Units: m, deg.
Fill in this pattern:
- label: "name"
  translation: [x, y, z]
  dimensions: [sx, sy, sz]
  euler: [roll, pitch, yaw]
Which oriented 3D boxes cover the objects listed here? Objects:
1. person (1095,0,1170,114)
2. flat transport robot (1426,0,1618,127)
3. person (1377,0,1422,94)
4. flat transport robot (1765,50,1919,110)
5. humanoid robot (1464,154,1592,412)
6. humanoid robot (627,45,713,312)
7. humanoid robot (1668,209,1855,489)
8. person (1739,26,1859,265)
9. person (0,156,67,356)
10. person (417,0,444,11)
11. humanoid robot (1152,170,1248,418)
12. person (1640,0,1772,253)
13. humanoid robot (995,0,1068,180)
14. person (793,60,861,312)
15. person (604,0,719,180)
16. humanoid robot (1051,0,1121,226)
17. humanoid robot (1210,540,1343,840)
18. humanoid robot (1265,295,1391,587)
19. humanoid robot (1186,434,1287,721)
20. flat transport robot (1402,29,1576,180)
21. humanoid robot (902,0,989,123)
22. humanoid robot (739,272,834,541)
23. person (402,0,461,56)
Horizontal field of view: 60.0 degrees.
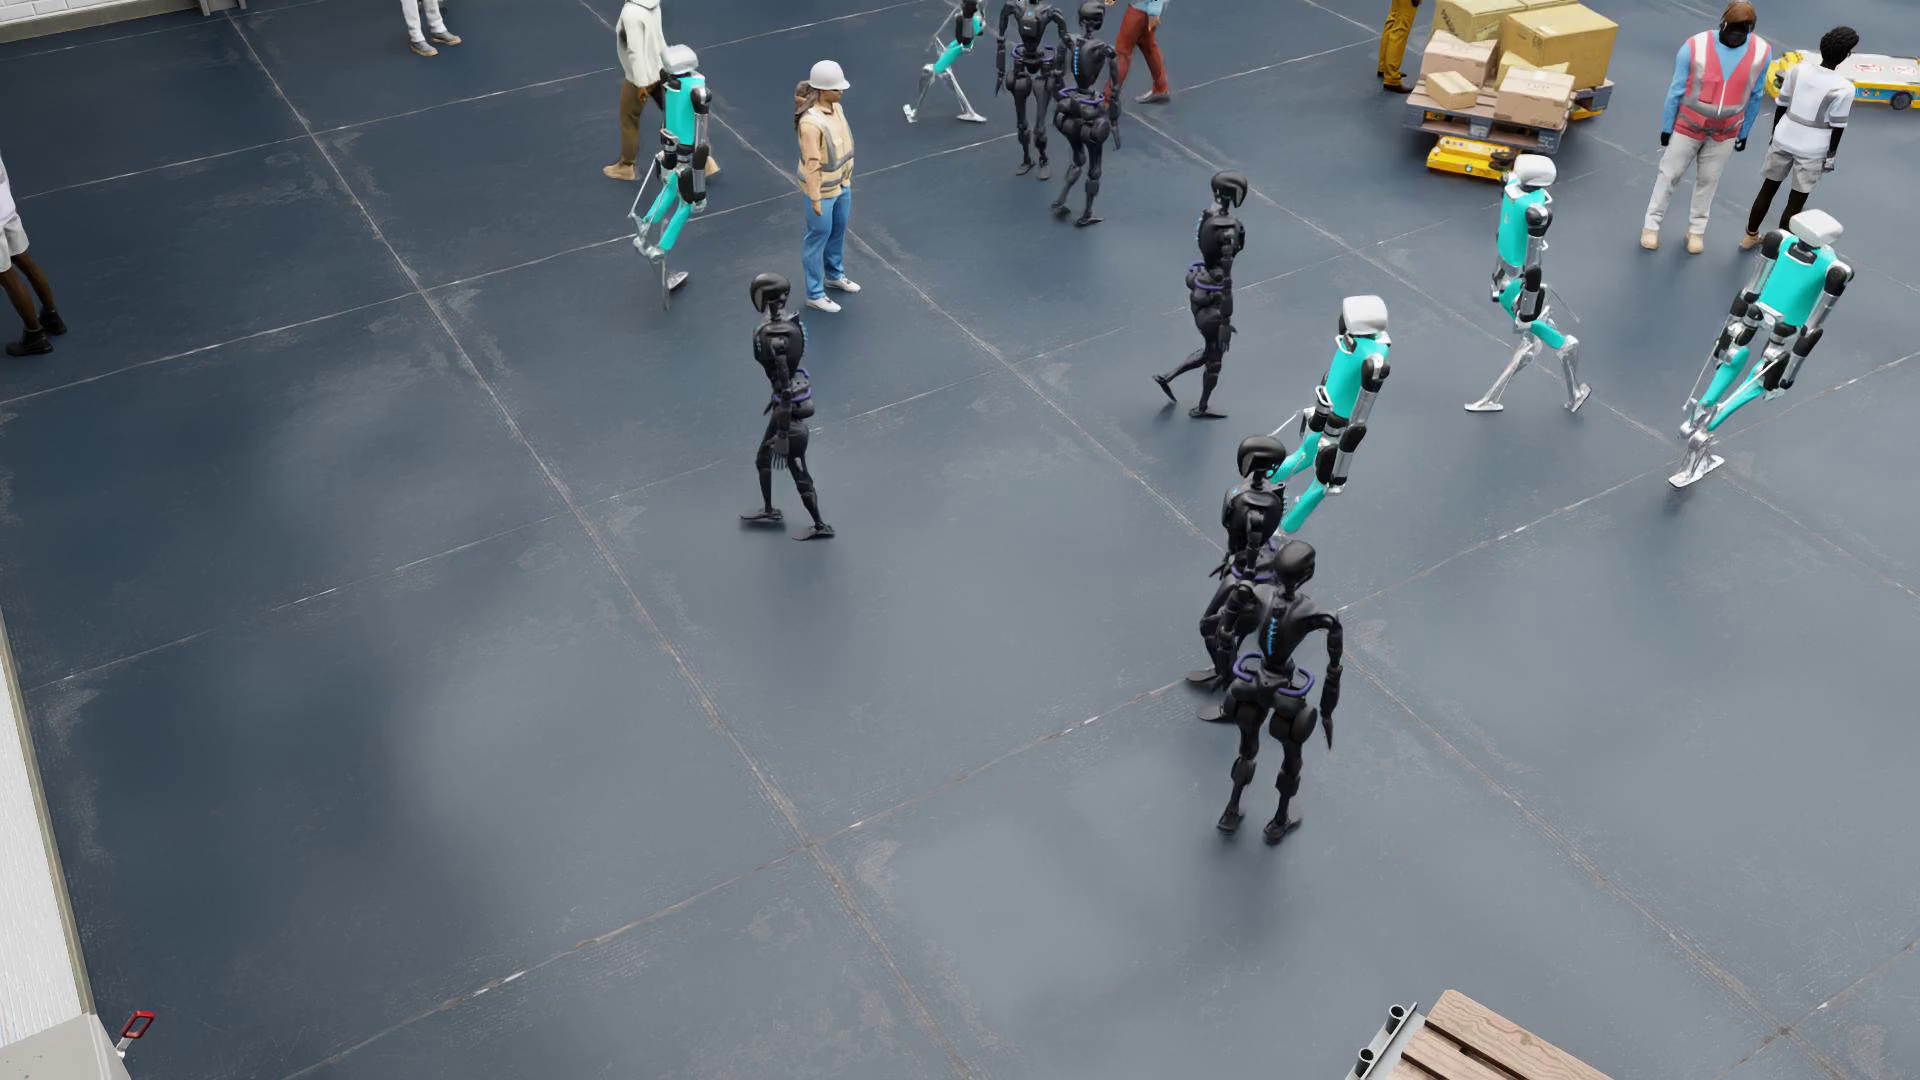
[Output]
- label: "person"
  translation: [1.414, -4.404, 13.581]
  dimensions: [0.842, 1.840, 0.546]
  euler: [-3, 39, -4]
- label: "flat transport robot"
  translation: [4.590, -3.655, 13.904]
  dimensions: [1.431, 0.231, 0.659]
  euler: [-13, 40, -16]
- label: "person"
  translation: [3.784, -4.660, 13.975]
  dimensions: [0.340, 1.757, 0.523]
  euler: [2, 38, 2]
- label: "flat transport robot"
  translation: [7.680, -3.953, 14.280]
  dimensions: [1.431, 0.231, 0.659]
  euler: [6, 39, 8]
- label: "humanoid robot"
  translation: [3.598, -1.484, 10.002]
  dimensions: [0.942, 1.786, 0.550]
  euler: [-4, 39, -5]
- label: "humanoid robot"
  translation: [-1.999, -2.298, 11.090]
  dimensions: [0.792, 1.888, 0.532]
  euler: [-24, 44, -27]
- label: "humanoid robot"
  translation: [4.354, -0.966, 9.315]
  dimensions: [0.893, 1.744, 0.549]
  euler: [-19, 42, -22]
- label: "person"
  translation: [5.879, -2.749, 11.611]
  dimensions: [0.317, 1.692, 0.539]
  euler: [-21, 43, -24]
- label: "person"
  translation: [-6.209, -2.075, 10.570]
  dimensions: [0.375, 1.932, 0.550]
  euler: [1, 38, 1]
- label: "person"
  translation: [-5.092, -5.756, 15.310]
  dimensions: [0.488, 1.807, 0.641]
  euler: [-12, 40, -14]
- label: "humanoid robot"
  translation: [1.453, -1.450, 9.990]
  dimensions: [0.480, 1.638, 0.612]
  euler: [-3, 38, -3]
- label: "person"
  translation: [5.242, -2.892, 11.687]
  dimensions: [0.624, 1.836, 0.431]
  euler: [7, 39, 8]
- label: "humanoid robot"
  translation: [0.547, -3.536, 12.619]
  dimensions: [0.588, 1.644, 0.354]
  euler: [11, 40, 13]
- label: "person"
  translation: [-0.894, -2.376, 11.122]
  dimensions: [0.377, 1.723, 0.494]
  euler: [16, 41, 20]
- label: "person"
  translation: [-2.313, -3.510, 12.548]
  dimensions: [0.918, 1.731, 0.537]
  euler: [11, 40, 13]
- label: "humanoid robot"
  translation: [0.911, -3.080, 12.042]
  dimensions: [0.610, 1.647, 0.331]
  euler: [27, 46, 30]
- label: "humanoid robot"
  translation: [1.381, 0.672, 7.319]
  dimensions: [0.593, 1.670, 0.401]
  euler: [21, 43, 24]
- label: "humanoid robot"
  translation: [1.758, -0.407, 8.713]
  dimensions: [0.746, 1.906, 0.544]
  euler: [-3, 39, -4]
- label: "humanoid robot"
  translation: [1.305, 0.212, 7.887]
  dimensions: [0.373, 1.656, 0.593]
  euler: [4, 39, 5]
- label: "flat transport robot"
  translation: [4.266, -3.328, 13.491]
  dimensions: [0.659, 0.231, 1.431]
  euler: [16, 41, 19]
- label: "humanoid robot"
  translation: [-0.137, -4.126, 13.361]
  dimensions: [0.903, 1.830, 0.567]
  euler: [9, 39, 11]
- label: "humanoid robot"
  translation: [-0.997, -0.689, 9.034]
  dimensions: [0.557, 1.645, 0.611]
  euler: [-5, 39, -7]
- label: "person"
  translation: [-4.804, -5.221, 14.588]
  dimensions: [0.351, 1.880, 0.578]
  euler: [19, 42, 23]
